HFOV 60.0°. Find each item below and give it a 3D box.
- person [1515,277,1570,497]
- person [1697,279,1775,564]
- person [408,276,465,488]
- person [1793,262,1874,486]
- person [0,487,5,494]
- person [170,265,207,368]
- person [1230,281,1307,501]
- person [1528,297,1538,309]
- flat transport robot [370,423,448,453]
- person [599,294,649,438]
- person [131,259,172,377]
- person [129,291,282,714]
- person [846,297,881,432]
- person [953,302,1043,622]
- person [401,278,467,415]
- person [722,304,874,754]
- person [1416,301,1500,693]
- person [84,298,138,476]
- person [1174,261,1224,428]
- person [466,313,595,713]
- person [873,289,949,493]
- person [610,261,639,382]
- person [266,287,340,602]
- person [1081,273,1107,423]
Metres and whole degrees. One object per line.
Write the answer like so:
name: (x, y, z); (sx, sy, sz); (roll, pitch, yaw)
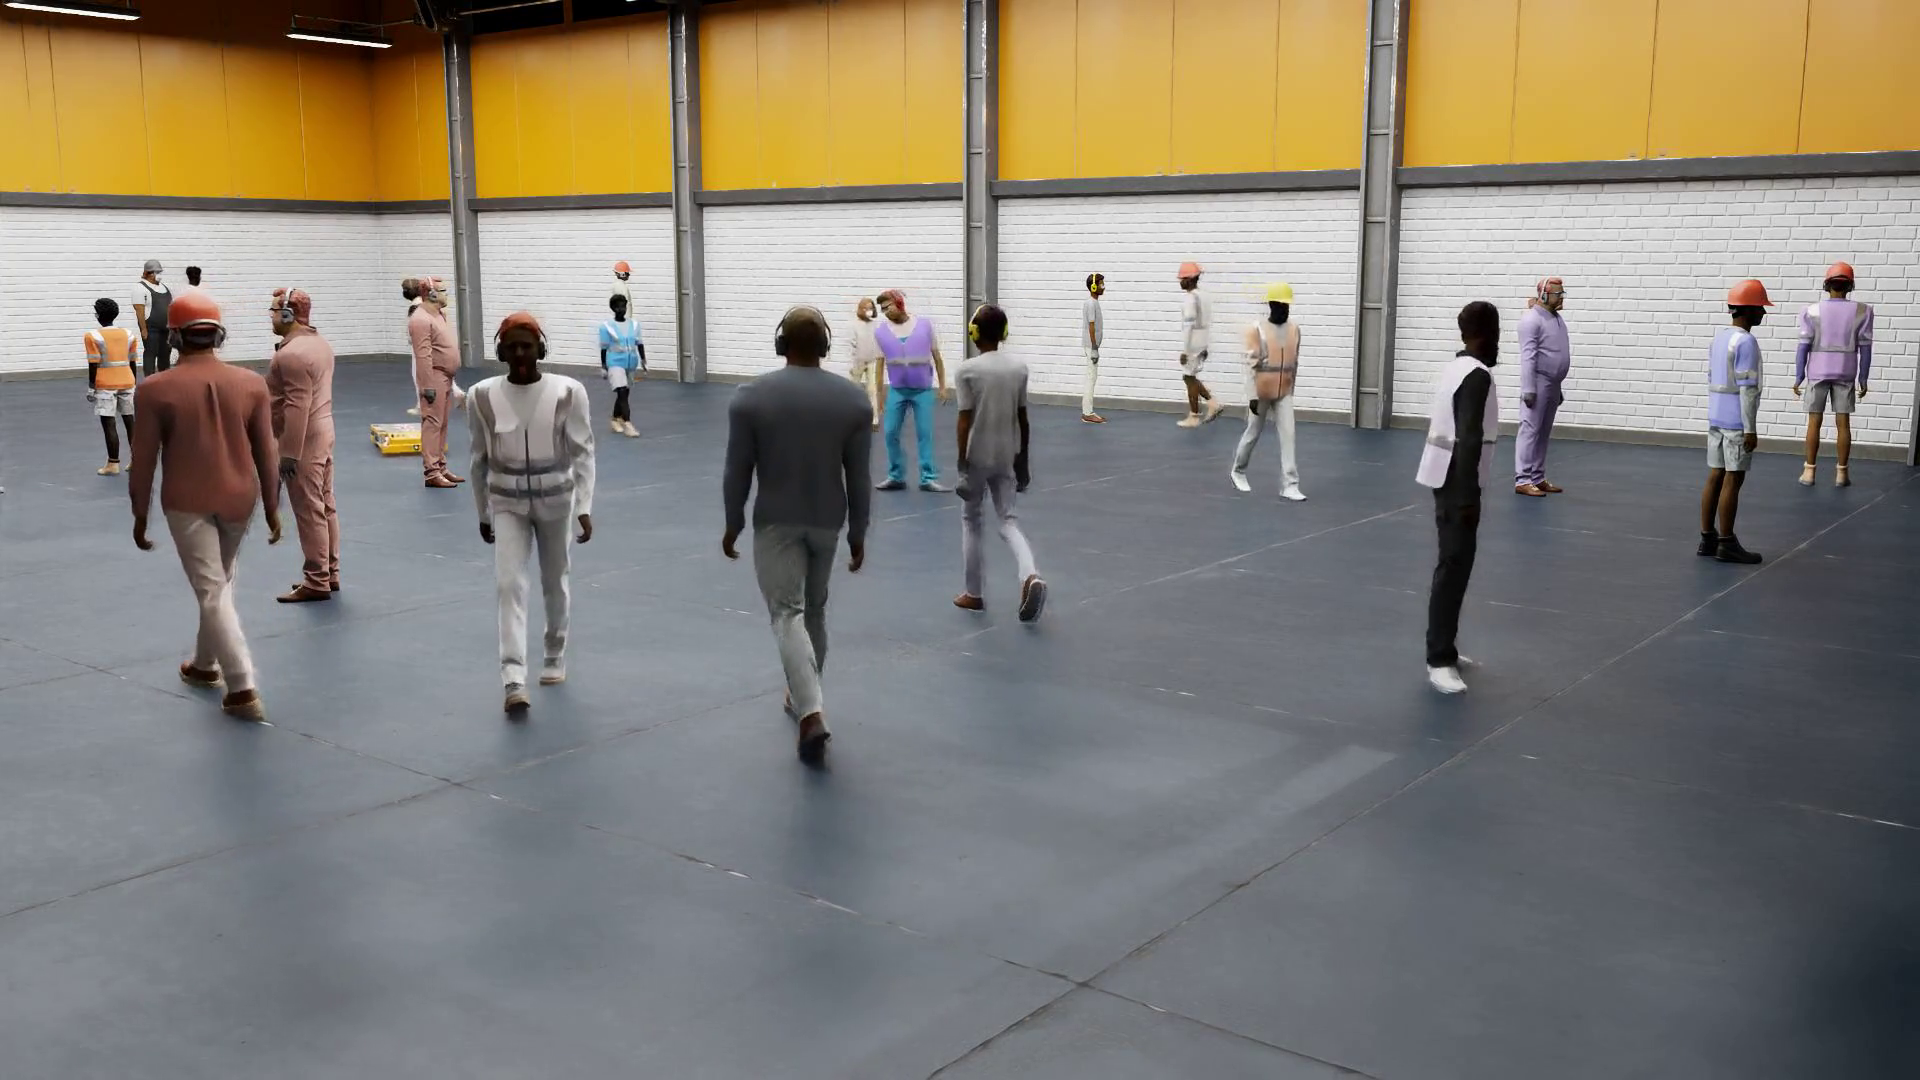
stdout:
person: (5.136, -1.343, 14.610); (0.404, 1.911, 0.636); (9, 13, 43)
person: (5.340, -0.813, 11.435); (0.360, 1.939, 0.543); (0, 10, 0)
person: (-4.751, -1.437, 15.145); (0.409, 1.913, 0.647); (-1, 10, -3)
person: (7.962, -1.510, 15.197); (0.615, 2.038, 0.395); (4, 11, 22)
person: (-8.923, -1.290, 14.606); (0.909, 1.812, 0.520); (3, 10, 14)
person: (-12.515, -3.497, 27.074); (0.609, 1.941, 0.831); (4, 10, 20)
person: (2.699, -1.318, 14.556); (0.592, 1.886, 0.970); (-4, 10, -21)
person: (6.382, -1.860, 18.394); (0.515, 1.641, 0.315); (-8, 13, -39)
flat transport robot: (-6.009, -1.125, 18.097); (0.652, 0.197, 1.431); (-4, 11, -24)
person: (-3.943, -2.036, 19.370); (0.528, 1.655, 0.864); (-9, 13, -42)
person: (-12.161, -3.240, 25.264); (0.538, 2.000, 0.683); (3, 10, 15)
person: (-3.520, -0.181, 7.760); (1.010, 1.945, 0.631); (9, 13, 42)
person: (-1.170, -2.118, 19.992); (0.496, 1.607, 0.758); (-5, 11, -25)
person: (0.215, -0.446, 9.601); (0.515, 1.842, 0.805); (-5, 11, -27)
person: (-6.955, -2.545, 21.913); (0.689, 1.809, 0.636); (0, 10, 0)
person: (-0.672, -0.058, 7.172); (0.633, 1.906, 0.979); (-4, 10, -20)
person: (2.439, -0.219, 8.178); (0.372, 1.886, 0.732); (2, 10, 9)
person: (-8.109, -1.463, 15.920); (0.316, 1.695, 0.541); (5, 11, 26)
person: (2.823, -2.340, 20.091); (0.548, 2.018, 0.641); (5, 11, 25)
person: (-2.012, -0.141, 7.848); (0.582, 1.835, 0.971); (-2, 10, -10)
person: (-0.414, -1.306, 14.713); (0.696, 1.805, 0.396); (1, 10, 7)
person: (-5.589, -3.611, 27.559); (0.383, 1.996, 0.609); (-6, 11, -32)
person: (-4.031, -0.578, 10.153); (0.406, 1.911, 0.637); (-1, 10, -6)
person: (1.696, -2.415, 20.962); (0.328, 1.872, 0.509); (0, 10, 1)
